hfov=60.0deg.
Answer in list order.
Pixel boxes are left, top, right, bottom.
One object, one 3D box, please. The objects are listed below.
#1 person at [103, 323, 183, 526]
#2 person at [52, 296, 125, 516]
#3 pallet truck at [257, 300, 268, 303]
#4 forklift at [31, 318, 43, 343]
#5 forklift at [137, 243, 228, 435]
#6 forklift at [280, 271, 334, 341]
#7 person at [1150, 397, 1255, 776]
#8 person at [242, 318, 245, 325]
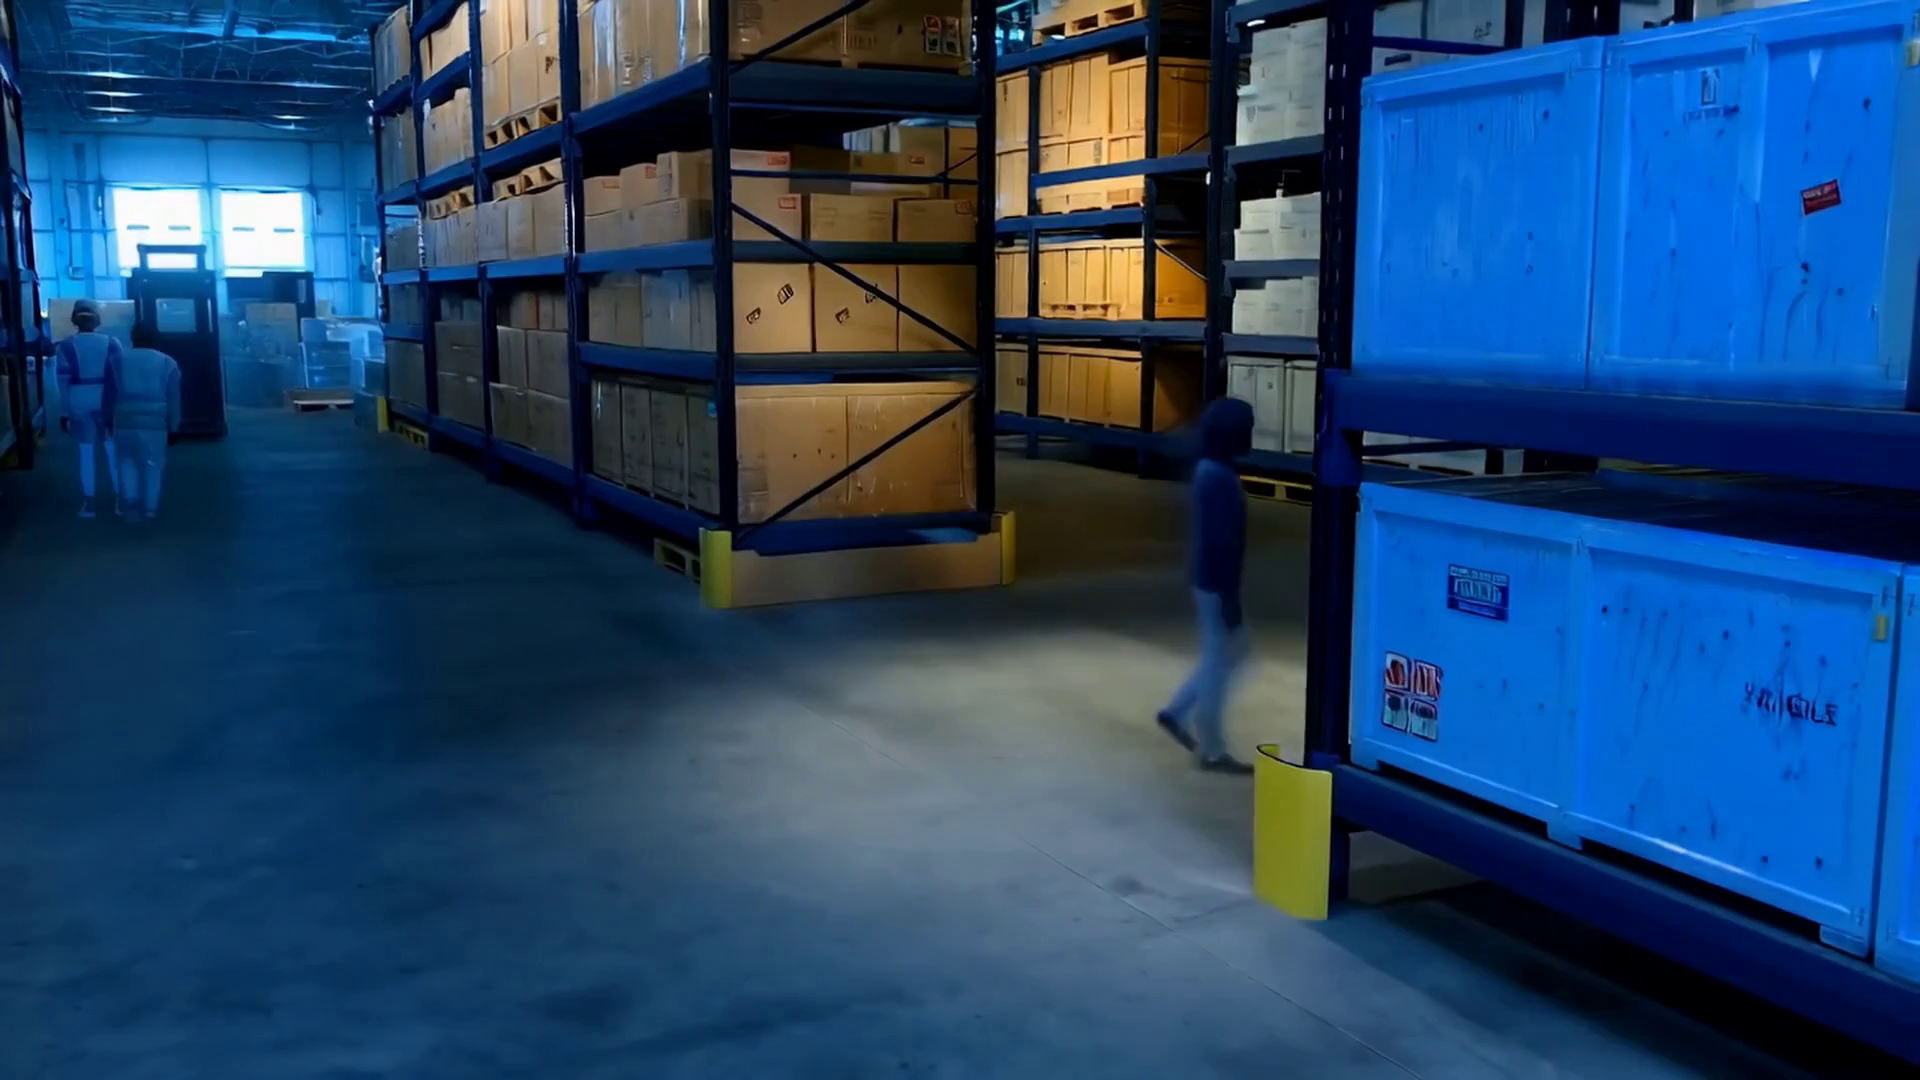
[{"bbox_3d":[-7.219,-1.007,14.727,0.667,1.813,0.511,-4,9,-24],"label":"person"},{"bbox_3d":[-8.117,-1.248,15.561,0.609,2.044,0.397,-6,10,-35],"label":"person"},{"bbox_3d":[-23.913,-7.404,58.171,1.885,1.965,0.823,-1,8,-9],"label":"pallet truck"},{"bbox_3d":[-30.579,-7.277,54.267,1.129,2.768,1.873,-4,9,-26],"label":"forklift"},{"bbox_3d":[-11.575,-2.976,24.613,1.129,2.768,1.873,-4,9,-26],"label":"forklift"},{"bbox_3d":[-19.063,-6.376,48.057,1.873,2.768,1.129,6,10,37],"label":"forklift"},{"bbox_3d":[1.080,0.202,7.012,0.397,1.617,0.523,0,8,3],"label":"person"},{"bbox_3d":[-16.558,-4.593,39.093,0.592,1.915,0.391,-8,11,-44],"label":"person"}]
